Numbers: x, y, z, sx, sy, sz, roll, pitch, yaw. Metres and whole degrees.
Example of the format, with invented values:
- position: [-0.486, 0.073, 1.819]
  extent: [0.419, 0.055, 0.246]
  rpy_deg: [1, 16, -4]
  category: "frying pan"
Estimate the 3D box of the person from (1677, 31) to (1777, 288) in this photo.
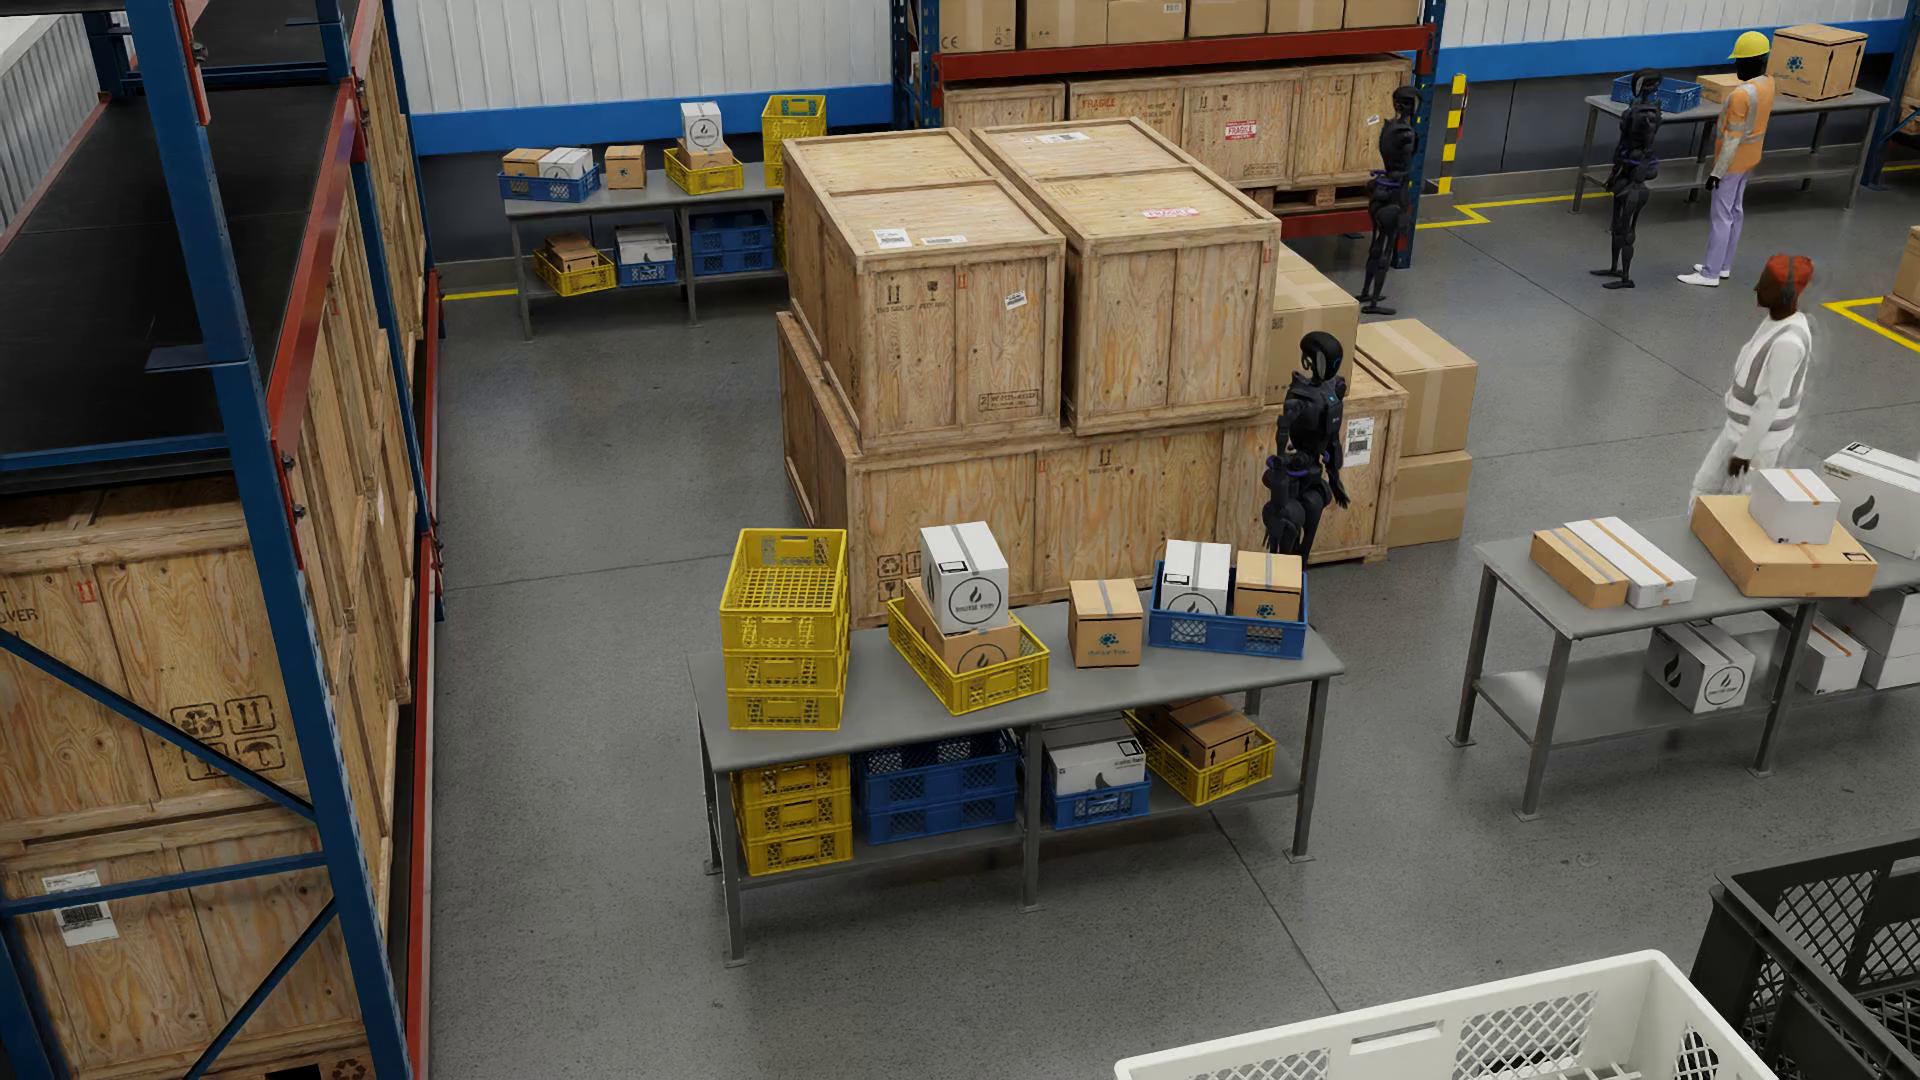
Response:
- position: [5.855, -2.873, 12.622]
  extent: [0.371, 1.918, 0.583]
  rpy_deg: [25, 37, 37]
  category: "person"

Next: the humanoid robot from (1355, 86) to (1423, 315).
- position: [3.156, -2.484, 12.164]
  extent: [0.325, 1.652, 0.595]
  rpy_deg: [0, 29, -1]
  category: "humanoid robot"

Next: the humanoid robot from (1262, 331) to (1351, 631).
- position: [1.662, -0.235, 8.069]
  extent: [0.317, 1.657, 0.612]
  rpy_deg: [24, 37, 36]
  category: "humanoid robot"

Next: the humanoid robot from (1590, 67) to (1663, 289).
- position: [5.089, -2.746, 12.627]
  extent: [0.320, 1.657, 0.611]
  rpy_deg: [1, 29, 2]
  category: "humanoid robot"

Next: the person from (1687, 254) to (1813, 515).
- position: [4.127, -0.548, 8.477]
  extent: [0.835, 1.857, 0.578]
  rpy_deg: [8, 30, 14]
  category: "person"
